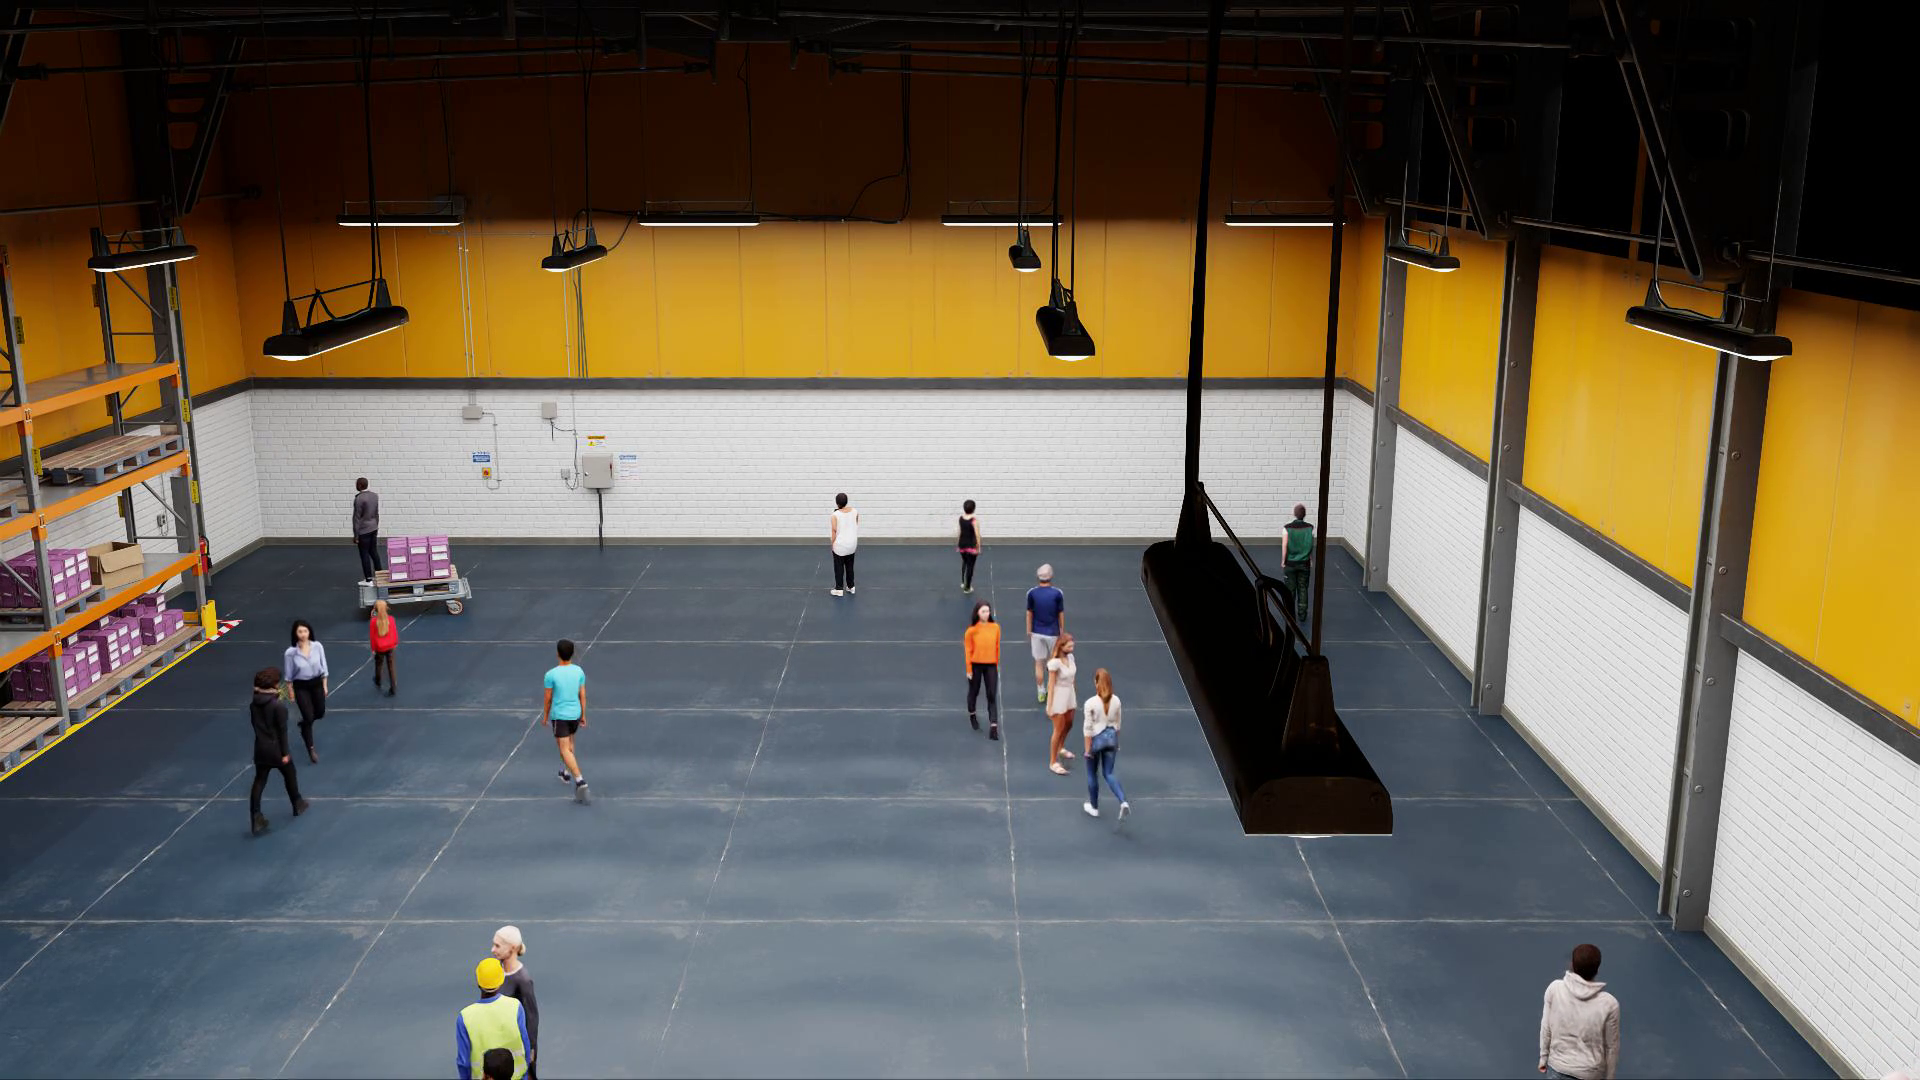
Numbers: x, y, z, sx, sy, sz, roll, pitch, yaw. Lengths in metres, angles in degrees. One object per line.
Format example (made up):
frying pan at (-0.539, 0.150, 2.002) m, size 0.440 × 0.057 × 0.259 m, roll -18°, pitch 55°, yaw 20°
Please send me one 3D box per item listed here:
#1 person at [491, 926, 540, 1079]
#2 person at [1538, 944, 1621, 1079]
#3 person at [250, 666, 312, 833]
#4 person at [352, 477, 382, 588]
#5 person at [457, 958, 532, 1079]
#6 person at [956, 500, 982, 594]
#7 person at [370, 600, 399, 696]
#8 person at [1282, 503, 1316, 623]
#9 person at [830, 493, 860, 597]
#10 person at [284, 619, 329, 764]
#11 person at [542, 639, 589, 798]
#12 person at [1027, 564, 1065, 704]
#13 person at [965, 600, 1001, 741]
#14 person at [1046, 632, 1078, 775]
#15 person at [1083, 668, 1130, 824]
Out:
person at (-3.237, 3.610, 12.138) m, size 0.738 × 1.726 × 0.674 m, roll -13°, pitch 19°, yaw -43°
person at (4.280, 3.681, 11.580) m, size 0.757 × 1.851 × 0.738 m, roll 7°, pitch 15°, yaw 26°
person at (-7.382, 2.256, 17.709) m, size 0.805 × 1.736 × 1.135 m, roll 3°, pitch 14°, yaw 12°
person at (-9.772, -0.137, 27.422) m, size 0.835 × 1.815 × 0.658 m, roll 5°, pitch 15°, yaw 20°
person at (-3.201, 3.722, 11.489) m, size 0.754 × 1.813 × 0.759 m, roll -8°, pitch 16°, yaw -29°
person at (0.088, 0.115, 26.966) m, size 0.676 × 1.540 × 0.719 m, roll 10°, pitch 17°, yaw 35°
person at (-7.624, 1.447, 22.074) m, size 0.791 × 1.253 × 0.956 m, roll -8°, pitch 16°, yaw -30°
person at (5.161, 0.330, 25.432) m, size 0.625 × 1.844 × 0.575 m, roll 0°, pitch 14°, yaw 0°
person at (-1.895, 0.052, 26.917) m, size 0.756 × 1.686 × 0.798 m, roll -11°, pitch 17°, yaw -37°
person at (-7.771, 1.766, 19.754) m, size 0.970 × 1.726 × 1.047 m, roll -10°, pitch 17°, yaw -35°
person at (-4.384, 2.023, 18.652) m, size 1.068 × 1.744 × 1.205 m, roll -11°, pitch 17°, yaw -37°
person at (1.110, 1.238, 21.727) m, size 0.712 × 1.824 × 0.770 m, roll 2°, pitch 14°, yaw 7°
person at (0.238, 1.585, 20.554) m, size 0.847 × 1.700 × 1.157 m, roll -4°, pitch 14°, yaw -17°
person at (1.180, 1.871, 19.420) m, size 0.972 × 1.678 × 0.894 m, roll 12°, pitch 18°, yaw 40°
person at (1.567, 2.237, 17.858) m, size 0.874 × 1.702 × 1.084 m, roll -6°, pitch 15°, yaw -23°
